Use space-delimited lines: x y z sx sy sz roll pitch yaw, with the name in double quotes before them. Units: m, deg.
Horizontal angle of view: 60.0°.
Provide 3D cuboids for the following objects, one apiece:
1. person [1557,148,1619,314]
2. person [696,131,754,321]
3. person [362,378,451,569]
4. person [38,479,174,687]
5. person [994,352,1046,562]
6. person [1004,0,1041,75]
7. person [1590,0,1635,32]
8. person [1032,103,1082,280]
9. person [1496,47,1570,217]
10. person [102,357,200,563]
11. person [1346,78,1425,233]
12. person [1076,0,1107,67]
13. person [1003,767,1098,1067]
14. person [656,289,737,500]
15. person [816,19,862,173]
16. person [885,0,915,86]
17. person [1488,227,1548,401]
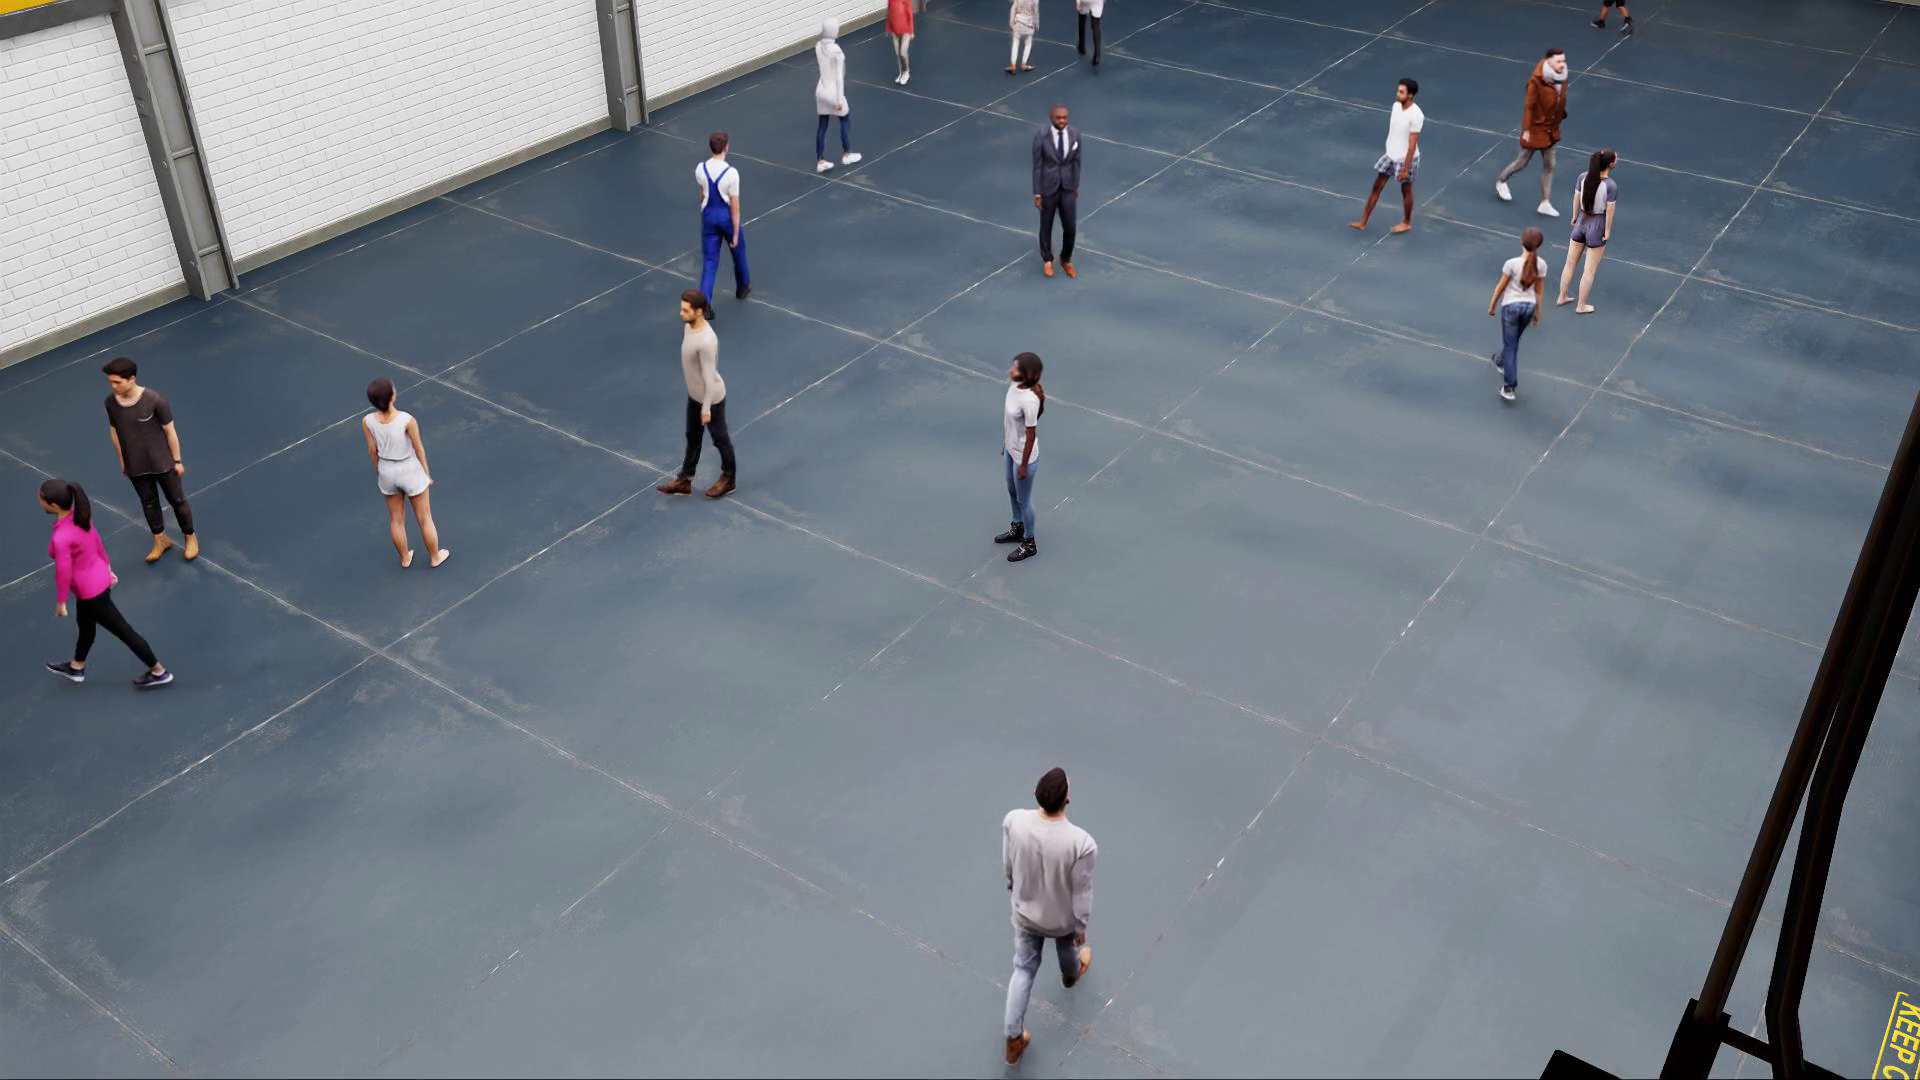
"person" 6.148 -3.027 16.240 0.624 1.650 0.657 -21 39 -29
"person" -2.361 -2.981 16.034 0.980 1.801 1.372 7 34 11
"person" -4.189 -0.495 12.468 0.667 1.608 0.708 0 34 0
"person" -5.727 0.328 11.179 1.096 1.664 1.058 -4 34 -6
"person" 0.460 -0.645 12.595 0.706 1.718 0.672 -10 35 -15
"person" 0.849 -6.963 22.491 0.669 1.284 0.622 5 34 8
"person" 9.591 -8.010 24.101 0.818 1.245 0.663 -27 42 -34
"person" 0.951 -3.590 16.942 0.807 1.810 0.871 -6 34 -9
"person" 6.347 -4.532 18.367 1.207 1.801 1.128 -15 36 -21
"person" -6.131 -0.633 12.582 0.709 1.712 0.741 -1 34 -1
"person" 4.784 -4.089 17.792 1.136 1.699 0.974 -15 36 -21
"person" 1.810 -7.319 22.597 1.179 1.761 1.234 -6 34 -9
"person" 0.412 1.957 8.607 0.823 1.800 1.196 15 36 21
"person" -1.958 -1.162 13.252 1.001 1.850 0.881 -18 38 -25
"person" -1.567 -5.124 19.300 0.673 1.754 0.864 23 40 31
"person" -0.750 -6.801 22.138 0.555 1.406 0.549 18 37 25
"person" 4.980 -2.000 14.812 0.966 1.520 1.124 -1 34 -1
